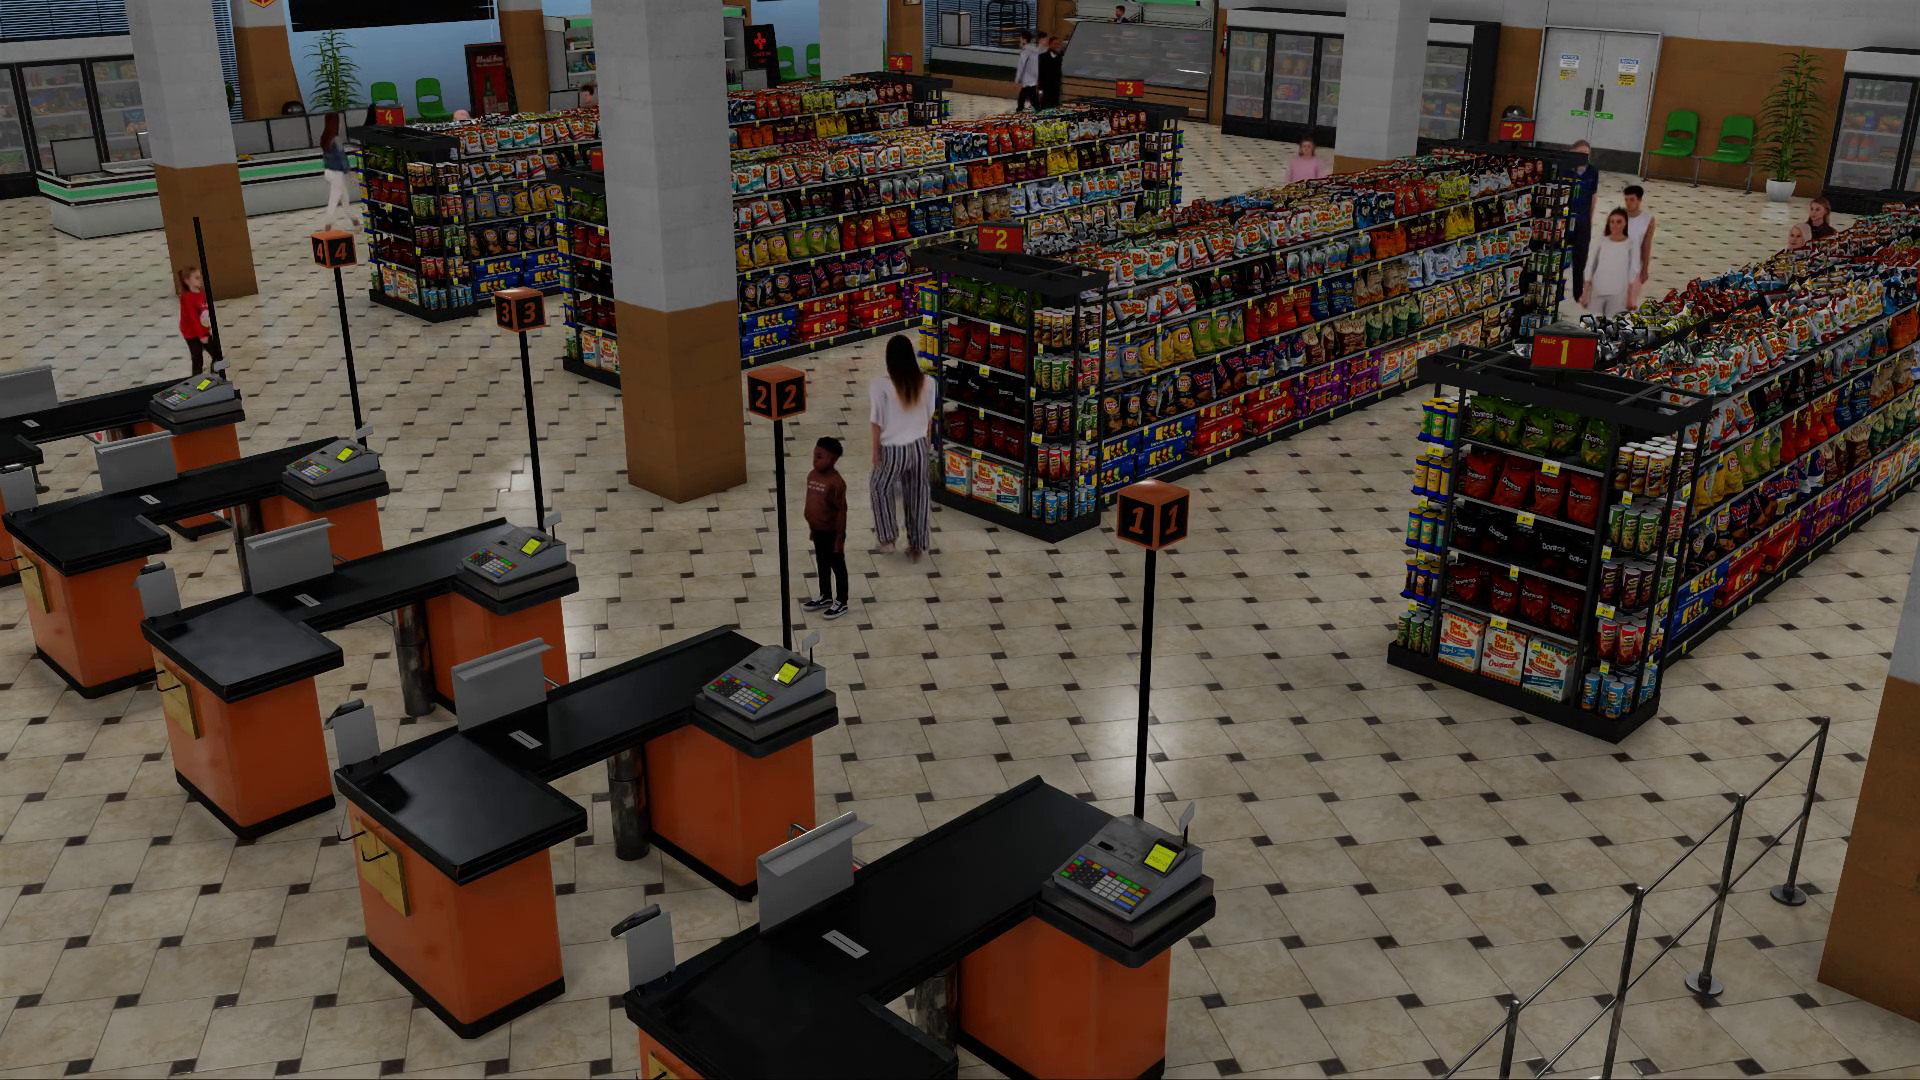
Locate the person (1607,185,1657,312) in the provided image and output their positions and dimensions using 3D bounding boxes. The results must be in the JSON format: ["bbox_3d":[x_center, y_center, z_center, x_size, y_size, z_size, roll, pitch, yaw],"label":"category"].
[{"bbox_3d":[6.915,-2.831,17.312,0.793,1.730,0.966,9,24,22],"label":"person"}]

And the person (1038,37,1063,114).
[{"bbox_3d":[1.608,-8.329,30.790,1.116,1.883,0.978,-11,24,-25],"label":"person"}]

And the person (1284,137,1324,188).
[{"bbox_3d":[4.306,-4.201,20.823,0.819,1.655,1.088,11,24,26],"label":"person"}]

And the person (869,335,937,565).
[{"bbox_3d":[-0.386,-0.617,11.905,0.835,1.653,0.899,-7,23,-18],"label":"person"}]

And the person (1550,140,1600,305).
[{"bbox_3d":[7.081,-3.700,19.328,1.067,1.839,1.141,1,22,2],"label":"person"}]

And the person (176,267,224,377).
[{"bbox_3d":[-7.264,-1.948,15.733,0.675,1.269,0.612,3,22,6],"label":"person"}]

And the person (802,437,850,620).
[{"bbox_3d":[-0.878,-0.096,11.143,0.467,1.254,0.517,-19,29,-39],"label":"person"}]

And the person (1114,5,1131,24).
[{"bbox_3d":[3.718,-11.416,38.499,0.573,1.863,0.621,-19,29,-39],"label":"person"}]

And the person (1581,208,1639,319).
[{"bbox_3d":[6.408,-2.440,16.422,0.776,1.668,0.941,11,24,25],"label":"person"}]

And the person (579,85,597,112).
[{"bbox_3d":[-5.290,-5.669,24.191,0.873,1.868,0.959,9,24,21],"label":"person"}]

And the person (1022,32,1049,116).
[{"bbox_3d":[1.496,-8.988,32.505,0.906,1.828,0.881,8,23,18],"label":"person"}]

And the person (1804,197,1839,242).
[{"bbox_3d":[8.559,-2.616,16.814,0.497,1.703,0.598,-19,29,-39],"label":"person"}]

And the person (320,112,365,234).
[{"bbox_3d":[-8.560,-4.905,22.555,0.979,1.670,0.654,-19,29,-39],"label":"person"}]
